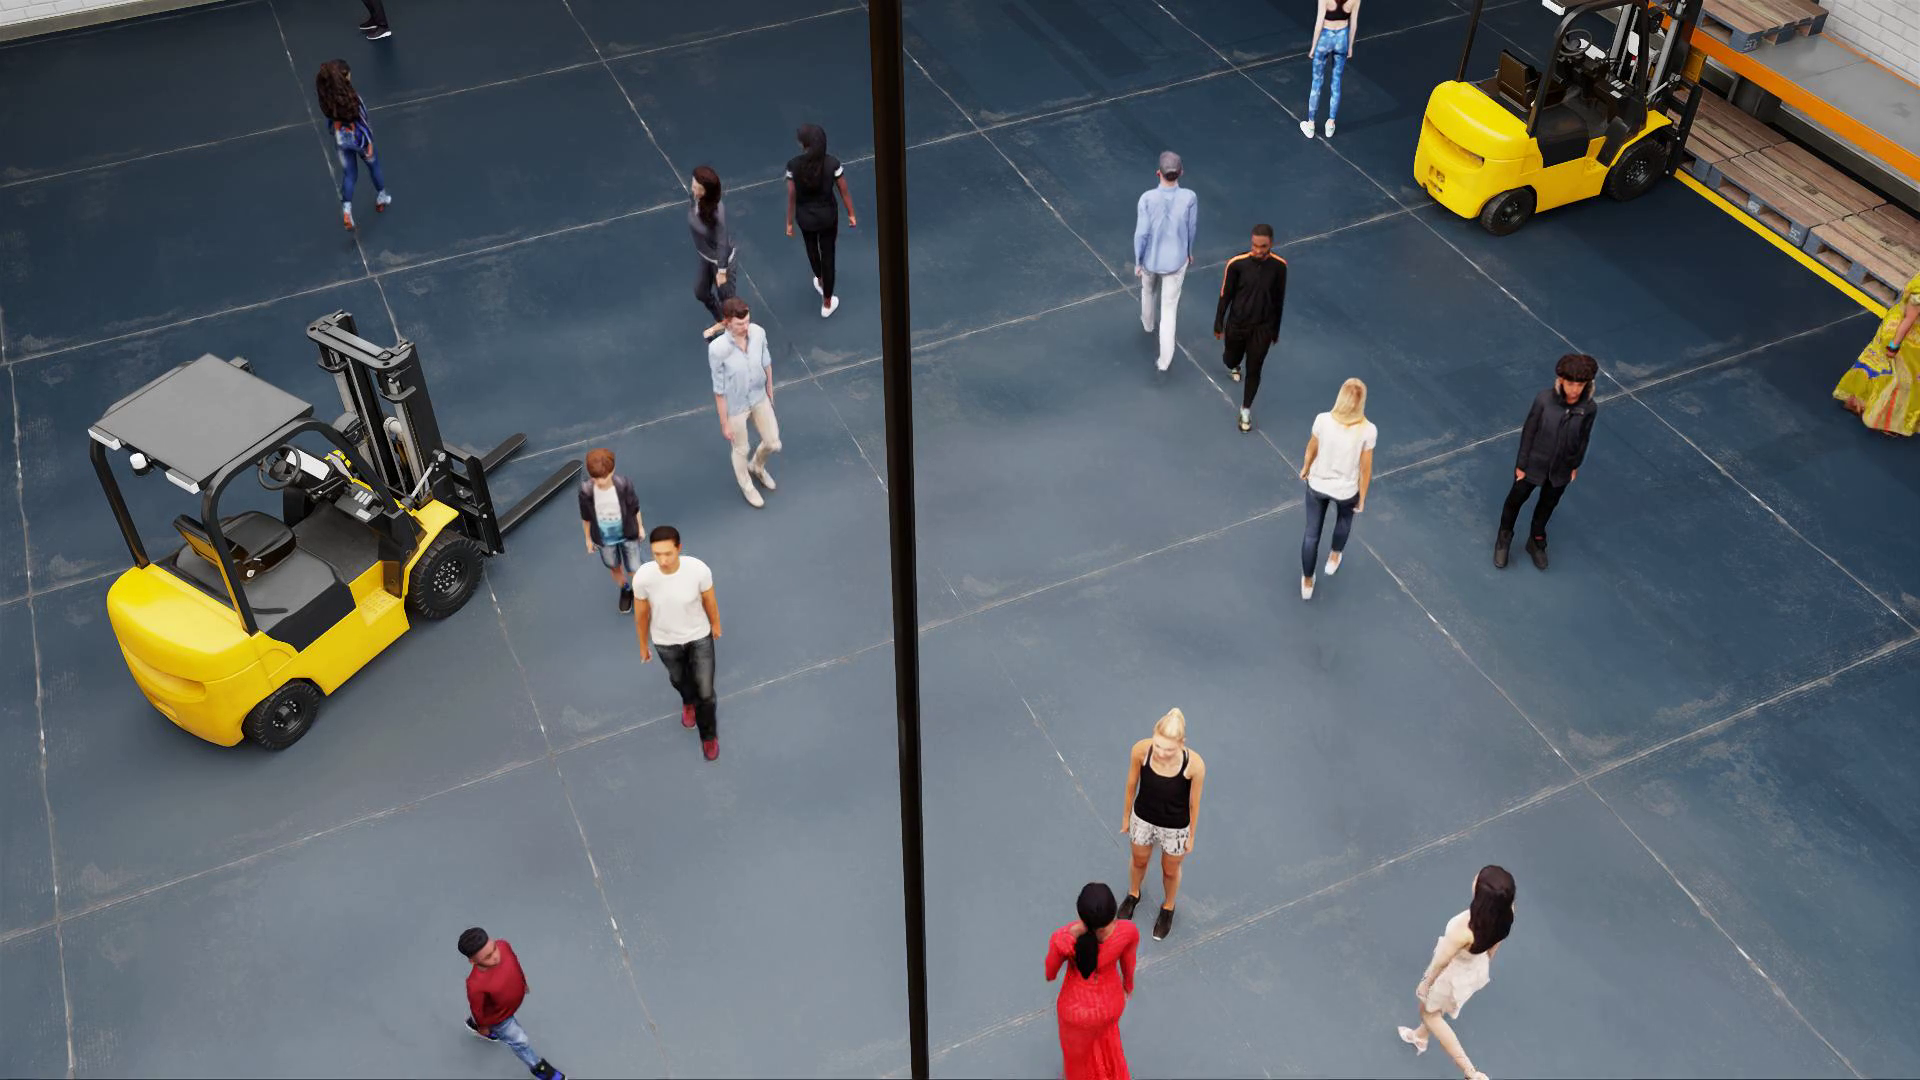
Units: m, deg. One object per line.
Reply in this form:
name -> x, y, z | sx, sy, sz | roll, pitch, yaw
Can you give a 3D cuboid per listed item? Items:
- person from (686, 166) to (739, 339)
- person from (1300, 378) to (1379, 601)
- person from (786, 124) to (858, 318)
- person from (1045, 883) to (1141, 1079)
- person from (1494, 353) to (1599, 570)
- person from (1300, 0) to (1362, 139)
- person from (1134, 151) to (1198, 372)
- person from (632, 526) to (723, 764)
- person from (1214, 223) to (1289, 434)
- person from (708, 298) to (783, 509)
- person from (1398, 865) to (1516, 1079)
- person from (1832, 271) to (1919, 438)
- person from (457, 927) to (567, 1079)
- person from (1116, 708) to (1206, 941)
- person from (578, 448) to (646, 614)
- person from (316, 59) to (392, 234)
person -> -1.939, -2.335, 13.495 | 0.795, 1.736, 0.707 | -26, 49, -24
person -> 2.529, -0.288, 11.307 | 0.846, 1.791, 0.914 | 10, 45, 11
person -> -1.195, -2.621, 13.799 | 0.898, 1.733, 0.937 | 2, 44, 2
person -> 0.677, 2.418, 8.488 | 0.669, 1.772, 0.751 | -9, 44, -9
person -> 4.097, -0.567, 11.607 | 0.729, 1.781, 0.758 | 3, 44, 3
person -> 3.563, -4.711, 15.961 | 0.664, 1.785, 0.694 | -2, 44, -2
person -> 1.640, -2.201, 13.268 | 1.019, 1.856, 1.273 | 2, 44, 2
person -> -1.747, 0.526, 10.465 | 0.822, 1.785, 0.949 | -4, 44, -4
person -> 2.232, -1.718, 12.812 | 0.946, 1.785, 1.111 | -1, 44, -1
person -> -1.625, -1.038, 12.064 | 0.720, 1.833, 0.701 | -28, 50, -26
person -> 2.626, 2.324, 8.619 | 0.656, 1.717, 0.907 | -24, 48, -23
person -> 7.180, -1.597, 12.796 | 1.130, 1.643, 0.996 | 26, 49, 25
person -> -2.505, 2.432, 8.853 | 0.917, 1.238, 0.862 | 13, 45, 13
person -> 1.135, 1.561, 9.329 | 0.644, 1.843, 0.705 | 14, 45, 14
person -> -2.348, -0.095, 11.362 | 0.617, 1.436, 0.634 | -5, 44, -5
person -> -5.438, -3.493, 14.815 | 0.928, 1.592, 1.108 | 5, 44, 5
